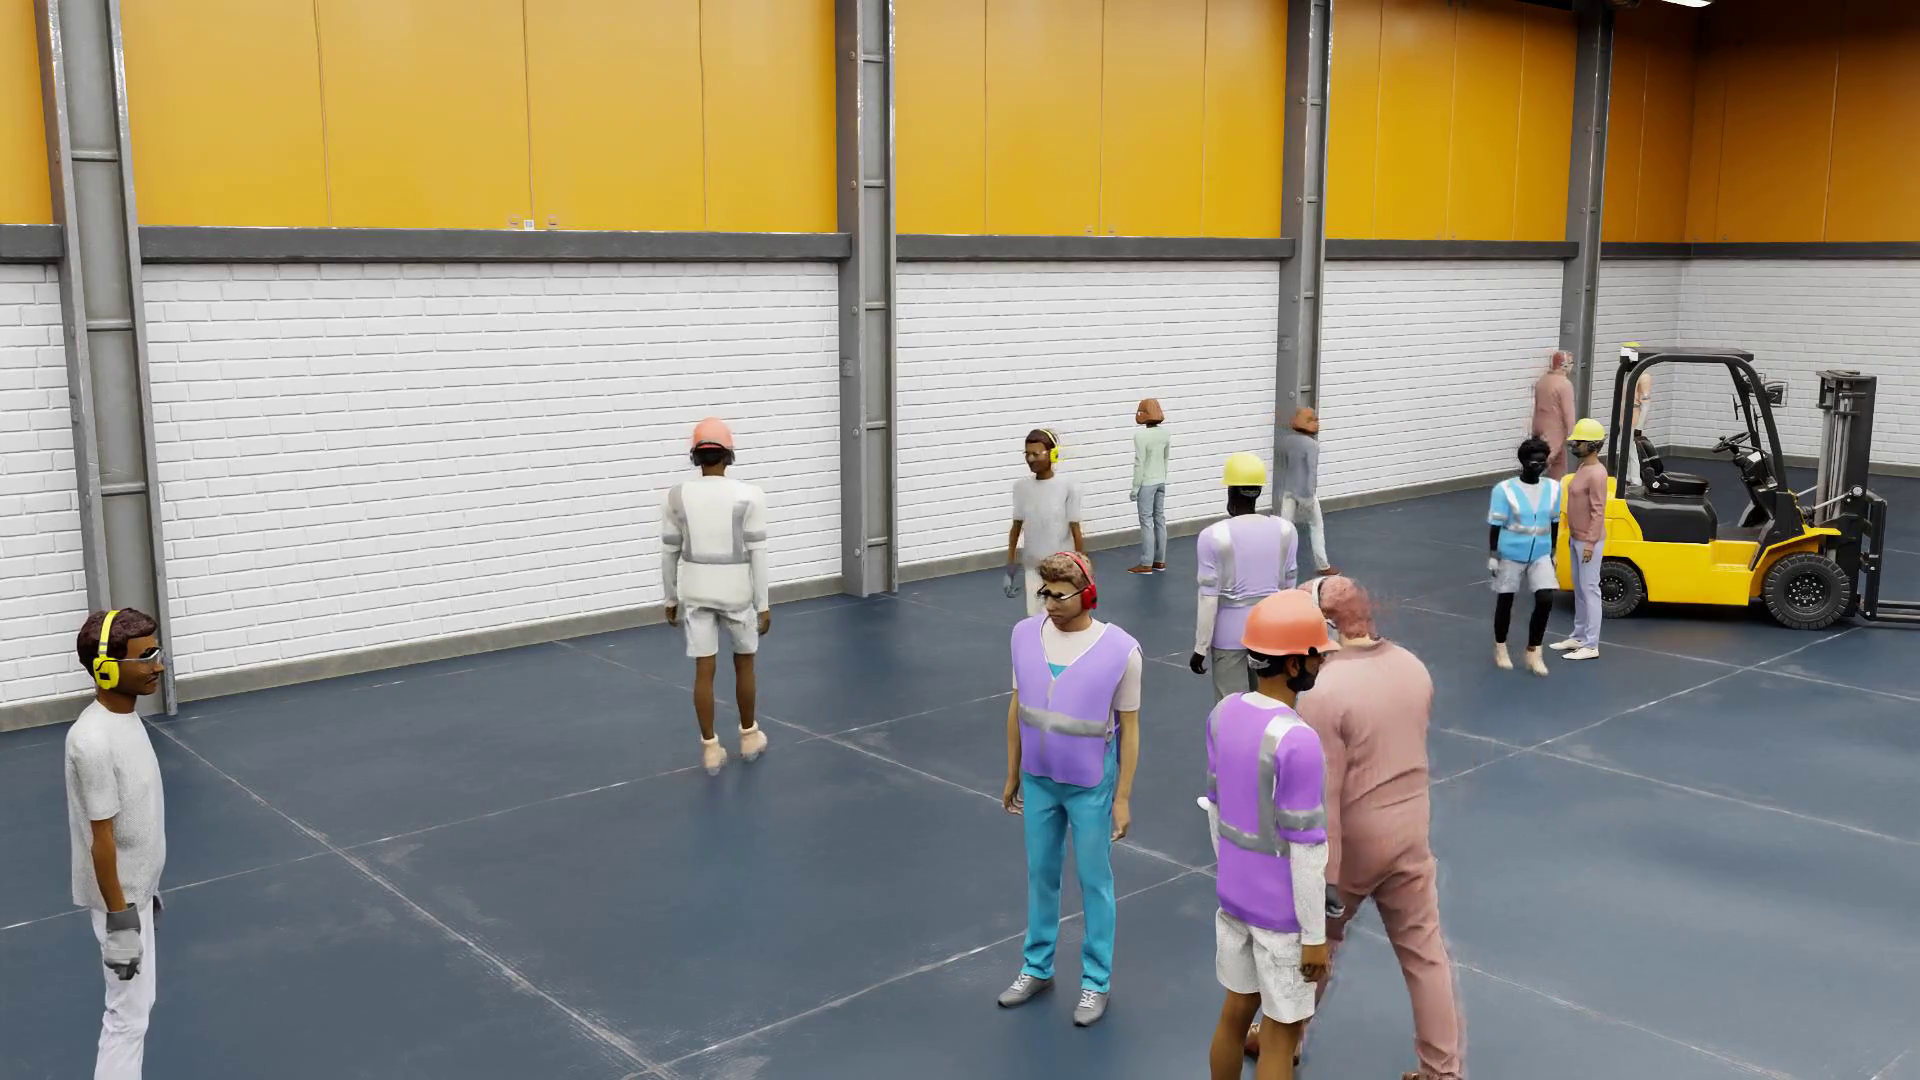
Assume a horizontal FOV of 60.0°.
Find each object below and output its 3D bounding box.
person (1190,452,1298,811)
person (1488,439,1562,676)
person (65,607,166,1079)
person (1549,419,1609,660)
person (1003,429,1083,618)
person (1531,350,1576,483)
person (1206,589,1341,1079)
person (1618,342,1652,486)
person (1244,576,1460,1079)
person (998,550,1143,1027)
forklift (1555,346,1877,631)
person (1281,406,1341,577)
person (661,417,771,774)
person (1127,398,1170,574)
[{"bbox_3d":[1.480,0.501,8.736,0.585,1.929,0.371,-4,10,-21],"label":"person"},{"bbox_3d":[3.974,0.125,11.655,0.555,1.670,0.639,-1,10,-5],"label":"person"},{"bbox_3d":[-2.608,1.129,5.231,0.311,1.869,0.530,-3,10,-19],"label":"person"},{"bbox_3d":[4.561,-0.006,12.179,0.312,1.768,0.522,1,10,5],"label":"person"},{"bbox_3d":[0.528,0.206,10.690,0.545,1.851,0.438,6,12,33],"label":"person"},{"bbox_3d":[6.872,-1.271,19.339,0.971,1.865,0.669,-1,10,-6],"label":"person"},{"bbox_3d":[0.978,1.107,5.160,0.360,1.939,0.543,-4,10,-22],"label":"person"},{"bbox_3d":[8.048,-1.413,19.973,0.375,1.919,0.584,-1,10,-3],"label":"person"},{"bbox_3d":[1.413,1.038,5.852,0.801,1.836,0.921,-6,12,-33],"label":"person"},{"bbox_3d":[0.431,0.939,6.433,0.563,1.837,0.389,6,11,32],"label":"person"},{"bbox_3d":[6.109,-0.478,13.691,2.313,2.155,1.214,3,10,16],"label":"forklift"},{"bbox_3d":[3.089,-0.425,15.143,0.846,1.590,0.513,-5,11,-25],"label":"person"},{"bbox_3d":[-1.388,0.303,9.588,0.644,2.032,0.606,1,10,4],"label":"person"},{"bbox_3d":[1.758,-0.499,15.454,0.285,1.633,0.497,8,13,40],"label":"person"}]
